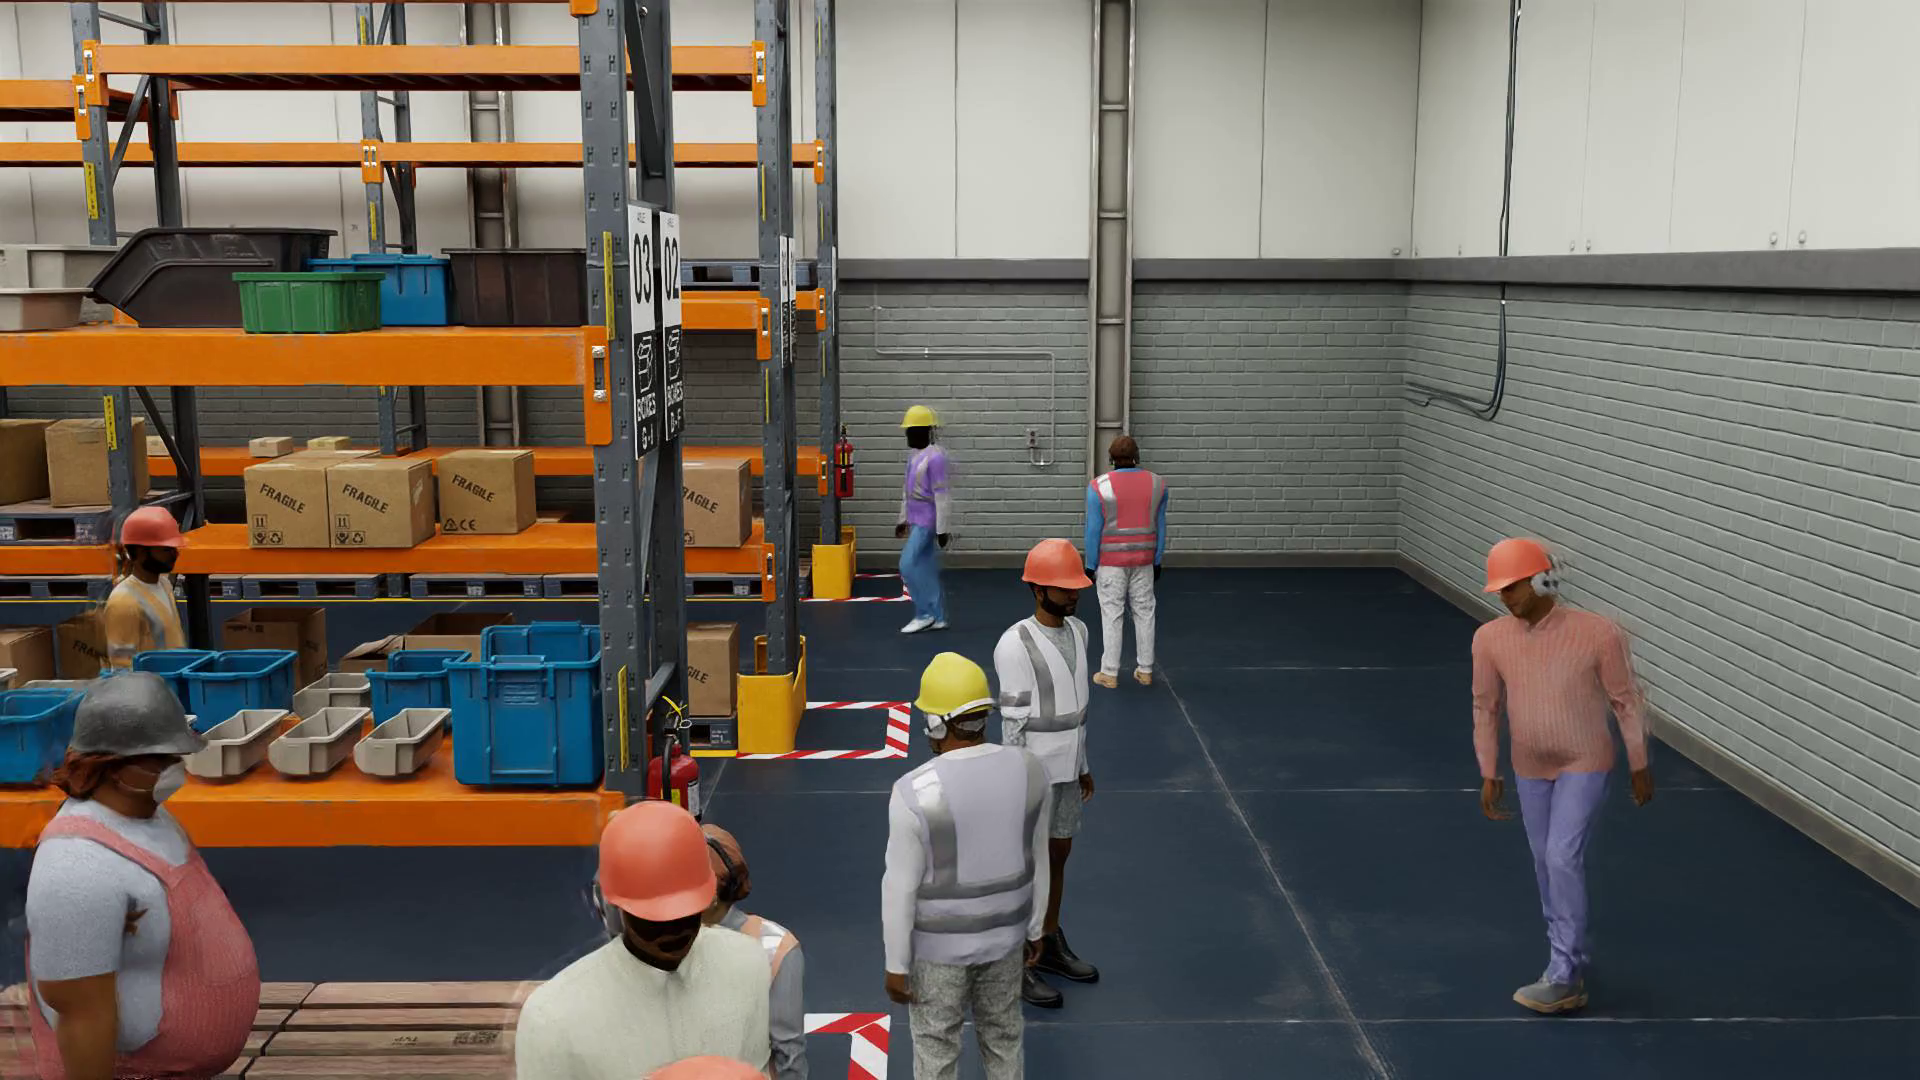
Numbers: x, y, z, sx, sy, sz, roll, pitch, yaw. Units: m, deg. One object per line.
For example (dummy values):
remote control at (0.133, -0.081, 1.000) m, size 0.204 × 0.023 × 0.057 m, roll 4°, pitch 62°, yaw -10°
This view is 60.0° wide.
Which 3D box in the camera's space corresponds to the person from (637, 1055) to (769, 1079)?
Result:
person at (-0.540, 1.666, 2.517) m, size 0.776 × 1.945 × 0.481 m, roll 0°, pitch 9°, yaw 0°

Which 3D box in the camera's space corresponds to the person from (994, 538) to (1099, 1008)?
person at (0.384, 0.948, 6.925) m, size 0.361 × 1.938 × 0.545 m, roll 7°, pitch 11°, yaw 36°

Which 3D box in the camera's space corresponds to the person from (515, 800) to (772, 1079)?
person at (-0.726, 1.475, 3.657) m, size 0.630 × 1.963 × 0.894 m, roll -8°, pitch 12°, yaw -39°

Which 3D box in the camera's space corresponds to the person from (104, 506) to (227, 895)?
person at (-3.761, 0.789, 7.973) m, size 0.627 × 1.920 × 0.548 m, roll -2°, pitch 10°, yaw -13°

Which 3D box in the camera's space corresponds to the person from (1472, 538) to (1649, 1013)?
person at (2.430, 0.960, 6.884) m, size 0.689 × 1.931 × 0.763 m, roll 8°, pitch 12°, yaw 42°

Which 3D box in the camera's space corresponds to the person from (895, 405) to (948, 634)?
person at (-0.366, -0.166, 13.830) m, size 0.563 × 1.907 × 0.607 m, roll -2°, pitch 10°, yaw -14°

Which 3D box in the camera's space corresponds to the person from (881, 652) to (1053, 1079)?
person at (0.012, 1.261, 5.360) m, size 0.599 × 1.825 × 0.403 m, roll -5°, pitch 11°, yaw -28°

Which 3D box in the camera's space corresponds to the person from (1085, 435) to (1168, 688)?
person at (1.187, 0.157, 12.080) m, size 0.624 × 1.841 × 0.430 m, roll -3°, pitch 10°, yaw -16°
